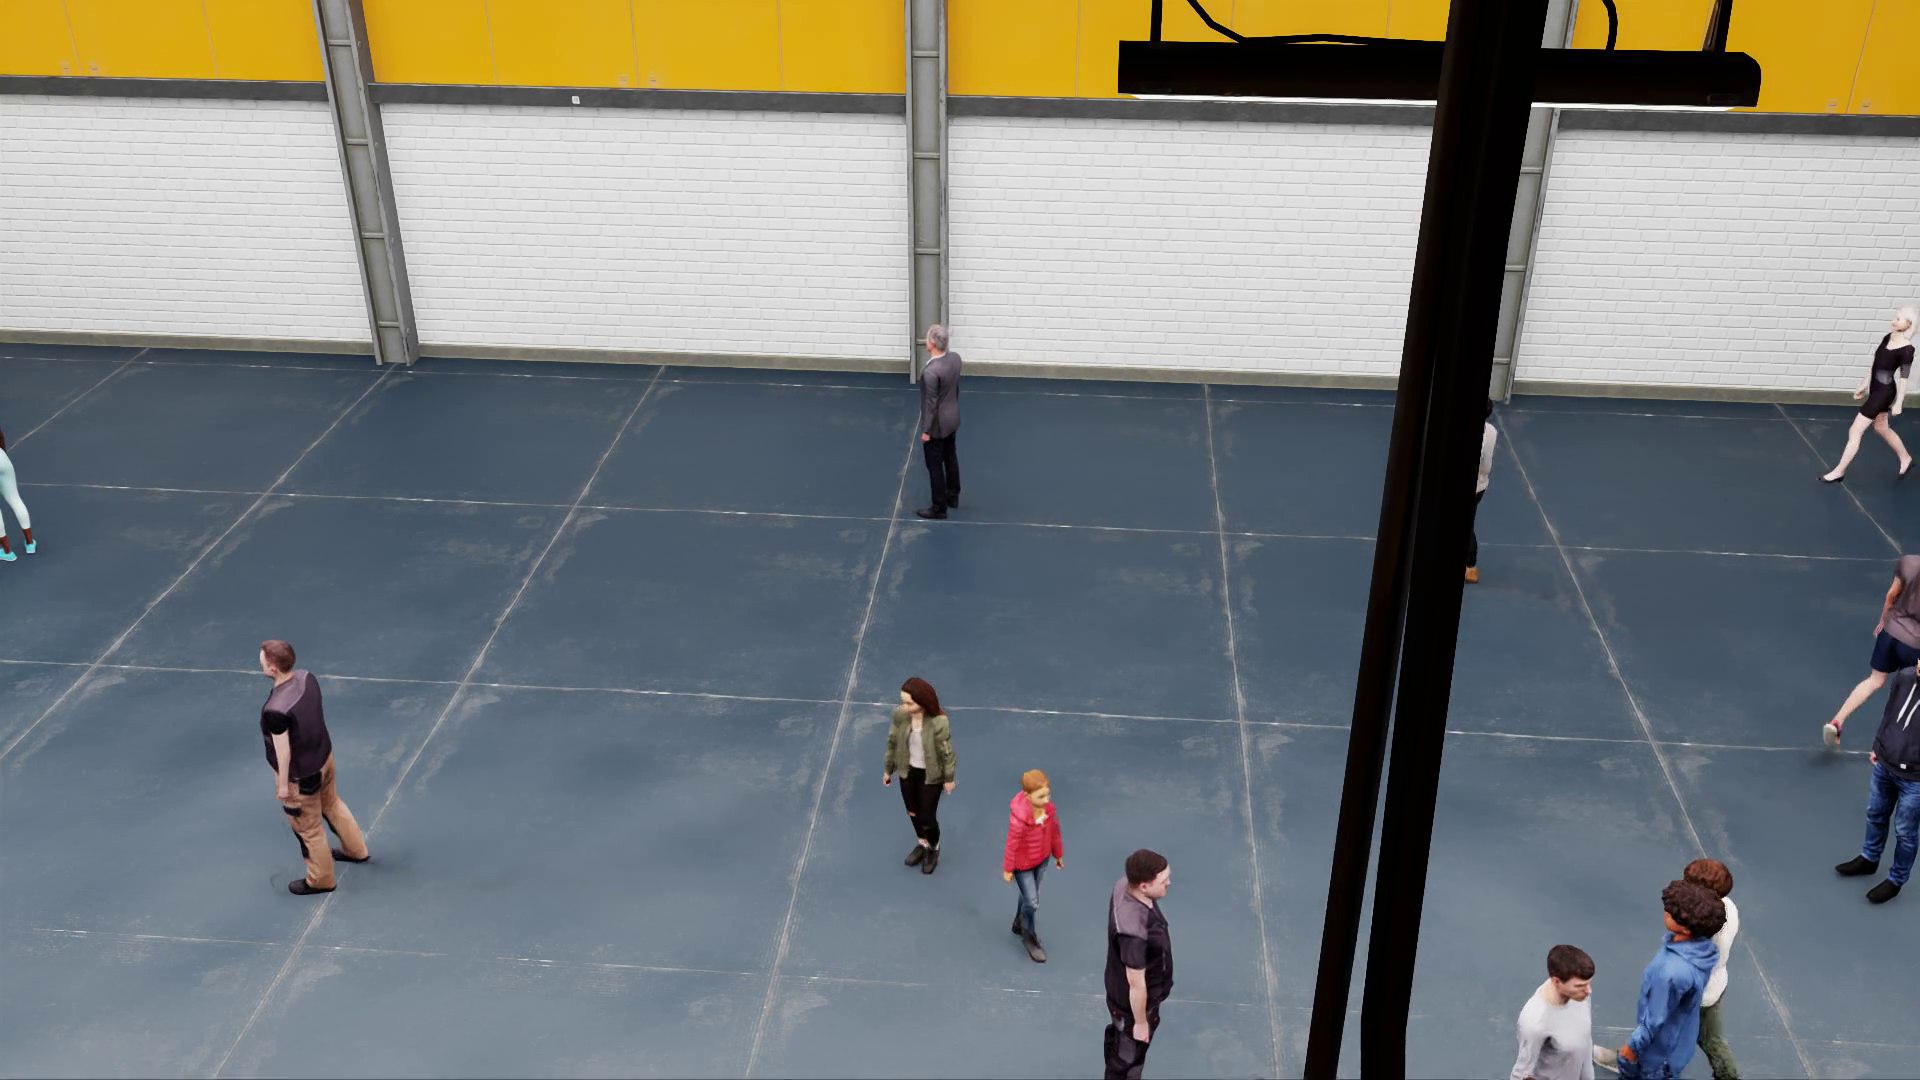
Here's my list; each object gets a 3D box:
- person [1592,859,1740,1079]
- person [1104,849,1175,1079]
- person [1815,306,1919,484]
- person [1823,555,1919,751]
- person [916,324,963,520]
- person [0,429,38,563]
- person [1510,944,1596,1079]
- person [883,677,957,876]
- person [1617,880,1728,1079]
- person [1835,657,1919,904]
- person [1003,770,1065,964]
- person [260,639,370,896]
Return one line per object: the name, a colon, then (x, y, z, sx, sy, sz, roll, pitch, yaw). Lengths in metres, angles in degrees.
person: (4.002, 2.437, 8.830, 1.169, 1.608, 1.022, 24, 37, 37)
person: (0.905, 2.371, 8.704, 0.563, 1.845, 0.708, 2, 29, 4)
person: (8.690, -1.317, 15.520, 1.140, 1.792, 0.591, 2, 29, 4)
person: (6.604, 0.732, 11.722, 1.199, 1.831, 1.014, -12, 31, -22)
person: (-0.189, -1.080, 15.037, 0.742, 1.839, 0.803, 14, 32, 24)
person: (-8.378, -0.633, 14.335, 0.681, 1.726, 0.651, 21, 35, 33)
person: (2.797, 2.663, 8.201, 1.198, 1.814, 1.069, 25, 37, 37)
person: (-0.218, 1.474, 10.747, 0.616, 1.462, 0.756, 18, 33, 29)
person: (3.672, 2.538, 8.461, 1.183, 1.783, 0.982, 18, 33, 29)
person: (5.954, 1.414, 10.413, 0.721, 1.888, 0.748, -9, 30, -16)
person: (0.386, 1.913, 10.105, 0.678, 1.306, 0.738, -22, 35, -34)
person: (-4.101, 1.402, 10.479, 0.607, 1.846, 0.673, 2, 29, 4)
